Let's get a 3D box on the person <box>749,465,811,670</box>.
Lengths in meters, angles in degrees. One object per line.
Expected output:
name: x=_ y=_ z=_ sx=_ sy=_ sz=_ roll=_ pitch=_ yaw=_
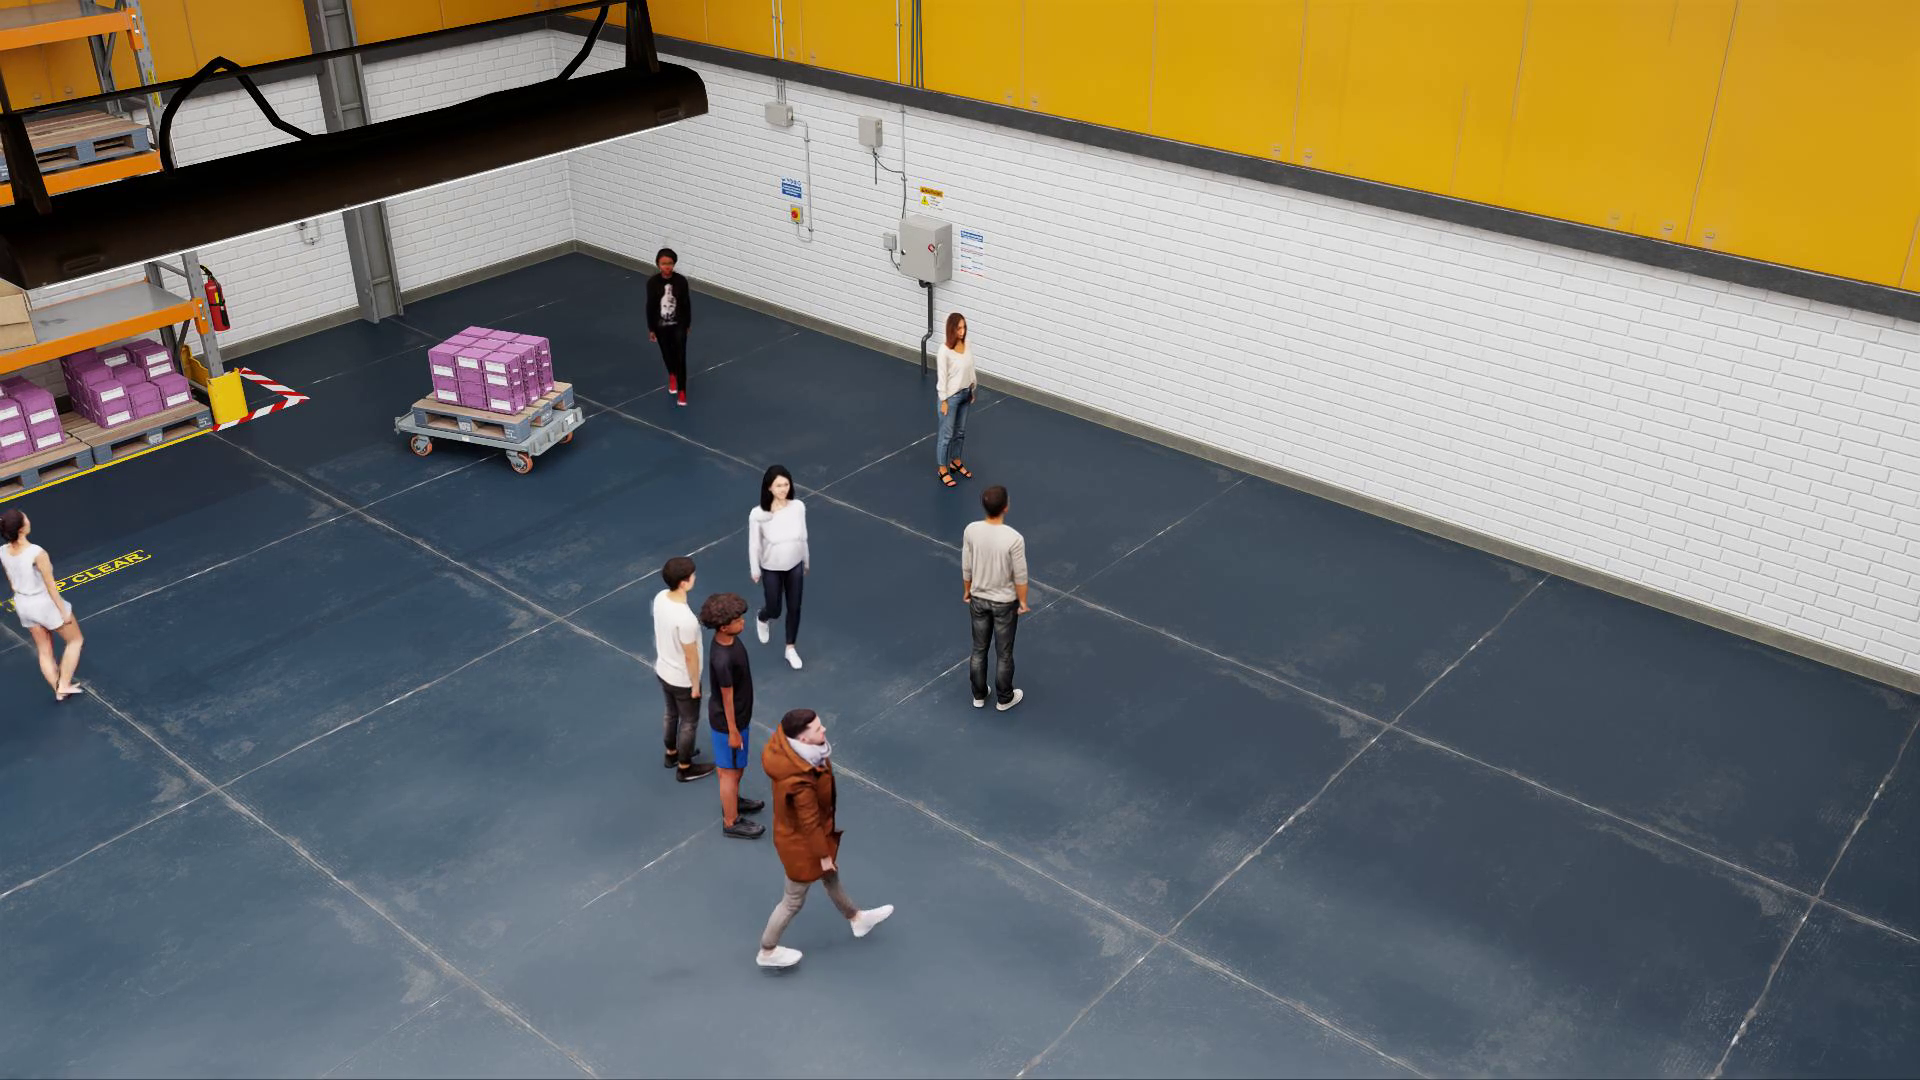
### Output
person: x=-1.402 y=0.166 z=12.808 sx=0.819 sy=1.692 sz=0.831 roll=-14 pitch=32 yaw=-25

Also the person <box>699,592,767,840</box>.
person: x=-1.514 y=1.135 z=10.924 sx=0.758 sy=1.794 sz=0.702 roll=-3 pitch=29 yaw=-5

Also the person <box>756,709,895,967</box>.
person: x=-1.001 y=1.792 z=9.731 sx=1.240 sy=1.785 sz=1.089 roll=-8 pitch=30 yaw=-15

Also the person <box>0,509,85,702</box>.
person: x=-6.813 y=0.531 z=12.235 sx=0.672 sy=1.600 sz=0.699 roll=6 pitch=29 yaw=11

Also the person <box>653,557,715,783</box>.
person: x=-1.958 y=0.886 z=11.466 sx=0.626 sy=1.713 sz=0.676 roll=-19 pitch=34 yaw=-31

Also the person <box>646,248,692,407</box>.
person: x=-3.024 y=-2.239 z=17.282 sx=1.068 sy=1.630 sz=1.115 roll=-3 pitch=29 yaw=-6

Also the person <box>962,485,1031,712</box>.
person: x=0.246 y=0.427 z=12.206 sx=0.712 sy=1.811 sz=0.645 roll=11 pitch=31 yaw=20

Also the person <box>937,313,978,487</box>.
person: x=-0.050 y=-1.343 z=15.585 sx=0.673 sy=1.682 sz=0.460 roll=22 pitch=36 yaw=35
